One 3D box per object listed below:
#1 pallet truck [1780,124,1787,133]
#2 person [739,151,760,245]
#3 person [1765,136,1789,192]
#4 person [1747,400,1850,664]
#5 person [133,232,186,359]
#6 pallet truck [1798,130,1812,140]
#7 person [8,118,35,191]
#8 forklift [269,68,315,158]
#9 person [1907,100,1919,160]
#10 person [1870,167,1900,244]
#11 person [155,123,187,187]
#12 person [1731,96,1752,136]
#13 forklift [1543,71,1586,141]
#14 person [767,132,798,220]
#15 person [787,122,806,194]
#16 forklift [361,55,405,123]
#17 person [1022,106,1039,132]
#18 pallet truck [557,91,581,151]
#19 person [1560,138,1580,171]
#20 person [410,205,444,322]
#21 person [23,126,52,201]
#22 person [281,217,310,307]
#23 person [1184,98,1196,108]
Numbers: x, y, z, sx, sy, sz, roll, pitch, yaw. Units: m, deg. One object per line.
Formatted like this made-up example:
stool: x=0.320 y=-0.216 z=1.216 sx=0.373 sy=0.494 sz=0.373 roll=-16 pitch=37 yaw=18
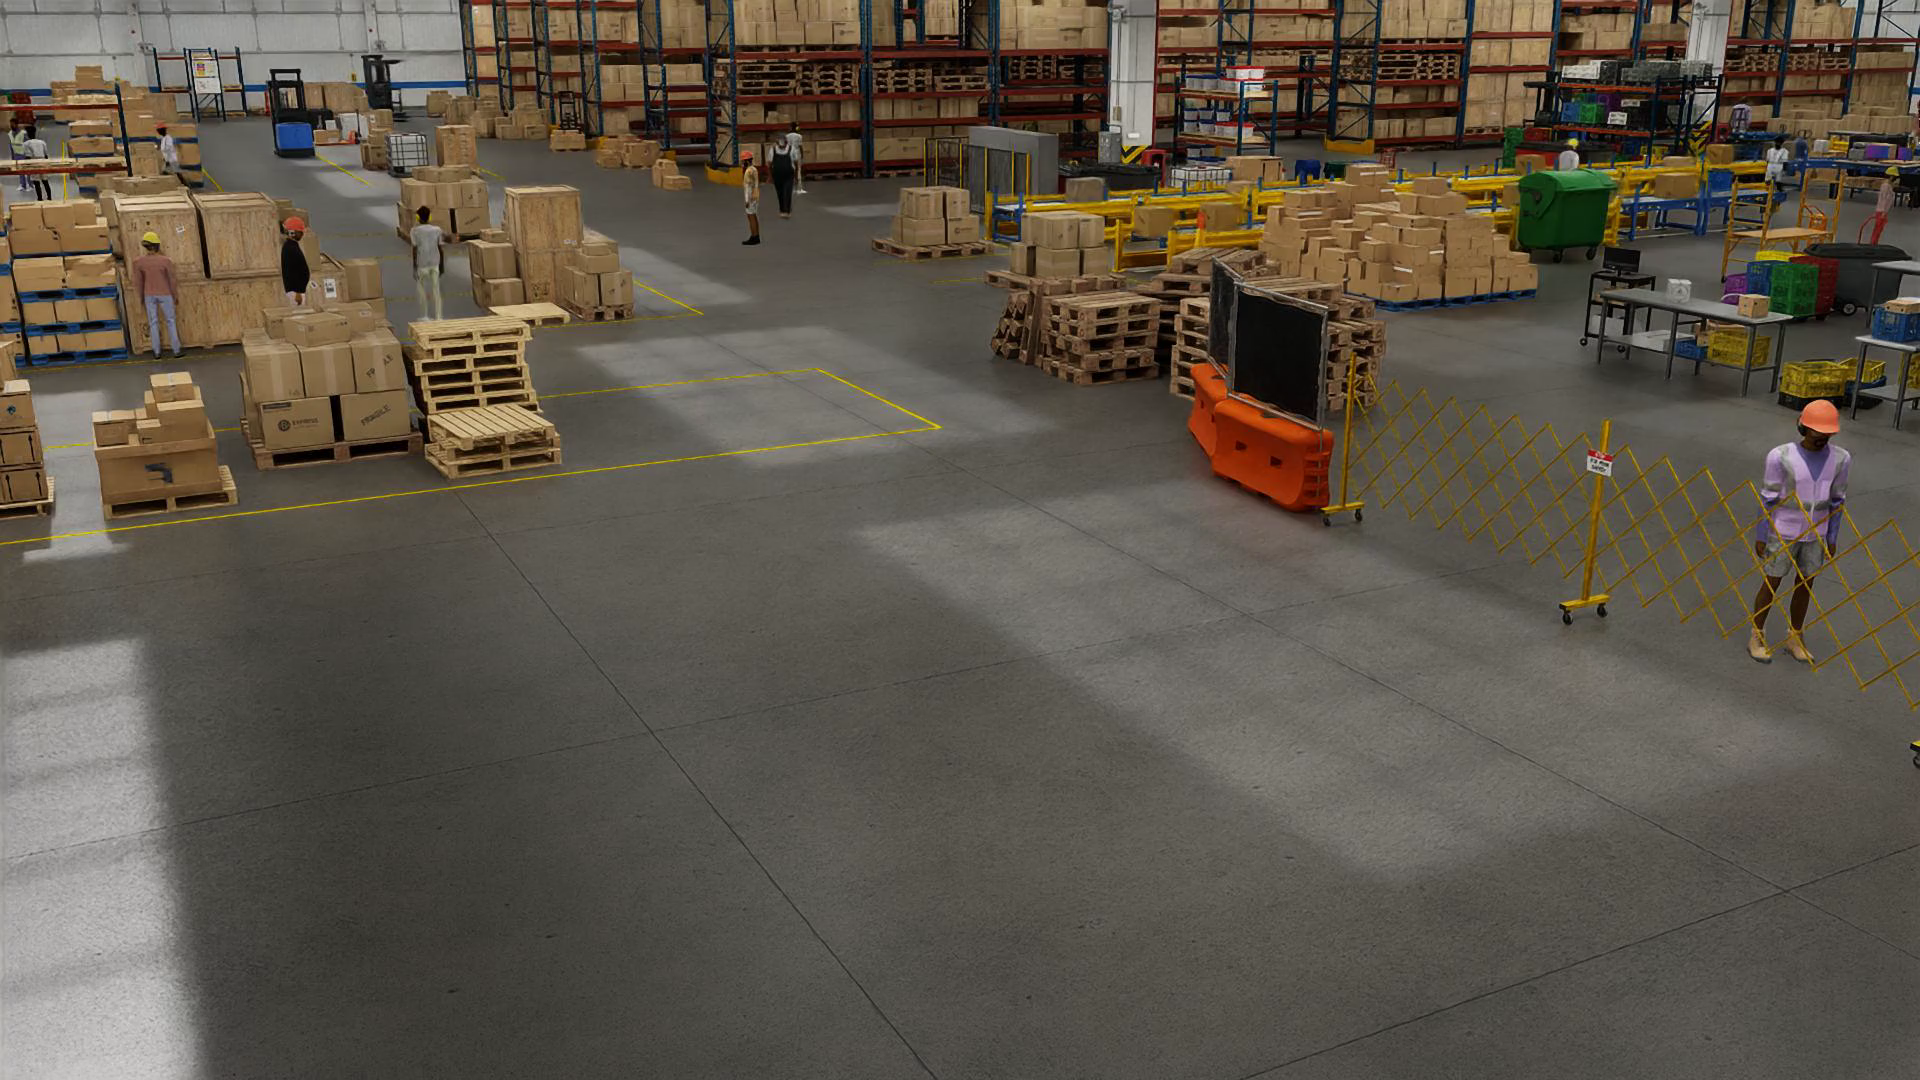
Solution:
pallet truck: x=25.206 y=-12.542 z=52.601 sx=1.601 sy=1.201 sz=0.680 roll=0 pitch=18 yaw=-2
person: x=-4.362 y=-7.097 z=34.513 sx=0.391 sy=1.924 sz=0.548 roll=2 pitch=18 yaw=6
person: x=20.483 y=-9.279 z=41.704 sx=0.710 sy=1.678 sz=0.534 roll=-16 pitch=24 yaw=-40
person: x=6.244 y=-0.053 z=12.365 sx=0.609 sy=2.034 sz=0.397 roll=0 pitch=18 yaw=1
person: x=-11.223 y=-3.414 z=23.280 sx=0.526 sy=1.765 sz=0.330 roll=-4 pitch=18 yaw=-11
pallet truck: x=25.526 y=-11.556 z=49.408 sx=1.630 sy=1.274 sz=0.653 roll=-9 pitch=20 yaw=-26
person: x=-25.131 y=-10.306 z=44.515 sx=0.597 sy=1.917 sz=0.374 roll=5 pitch=18 yaw=15
forklift: x=-22.016 y=-14.054 z=54.650 sx=1.129 sy=2.768 sz=1.873 roll=-9 pitch=20 yaw=-26
person: x=30.810 y=-13.226 z=53.603 sx=0.738 sy=1.937 sz=0.679 roll=6 pitch=19 yaw=17
person: x=18.218 y=-6.458 z=32.772 sx=0.326 sy=1.763 sz=0.533 roll=8 pitch=19 yaw=23
person: x=-20.547 y=-9.835 z=43.094 sx=0.660 sy=1.872 sz=0.983 roll=15 pitch=23 yaw=39
person: x=25.821 y=-13.699 z=55.060 sx=0.377 sy=1.940 sz=0.629 roll=-17 pitch=24 yaw=-42
forklift: x=18.685 y=-13.231 z=52.085 sx=1.873 sy=2.768 sz=1.129 roll=-9 pitch=20 yaw=-26
person: x=-4.129 y=-8.488 z=38.651 sx=0.699 sy=2.000 sz=1.010 roll=1 pitch=18 yaw=4
person: x=-4.335 y=-10.098 z=43.952 sx=0.509 sy=1.867 sz=0.328 roll=9 pitch=20 yaw=26
forklift: x=-24.634 y=-18.984 z=70.019 sx=1.873 sy=2.768 sz=1.129 roll=7 pitch=19 yaw=22
person: x=2.259 y=-13.088 z=53.546 sx=0.541 sy=1.695 sz=0.316 roll=6 pitch=19 yaw=18
pallet truck: x=-13.495 y=-14.412 z=57.188 sx=0.823 sy=1.965 sz=1.885 roll=-3 pitch=18 yaw=-9
person: x=14.418 y=-8.534 z=39.162 sx=0.759 sy=1.804 sz=0.627 roll=-8 pitch=19 yaw=-23
person: x=-8.262 y=-4.242 z=25.730 sx=0.552 sy=1.844 sz=0.720 roll=-14 pitch=22 yaw=-36
person: x=-22.792 y=-9.225 z=41.065 sx=0.361 sy=1.964 sz=0.616 roll=8 pitch=19 yaw=23
person: x=-9.208 y=-3.493 z=23.165 sx=0.393 sy=1.986 sz=0.608 roll=-5 pitch=19 yaw=-16
person: x=8.950 y=-16.632 z=64.724 sx=0.516 sy=1.628 sz=0.319 roll=13 pitch=22 yaw=34
